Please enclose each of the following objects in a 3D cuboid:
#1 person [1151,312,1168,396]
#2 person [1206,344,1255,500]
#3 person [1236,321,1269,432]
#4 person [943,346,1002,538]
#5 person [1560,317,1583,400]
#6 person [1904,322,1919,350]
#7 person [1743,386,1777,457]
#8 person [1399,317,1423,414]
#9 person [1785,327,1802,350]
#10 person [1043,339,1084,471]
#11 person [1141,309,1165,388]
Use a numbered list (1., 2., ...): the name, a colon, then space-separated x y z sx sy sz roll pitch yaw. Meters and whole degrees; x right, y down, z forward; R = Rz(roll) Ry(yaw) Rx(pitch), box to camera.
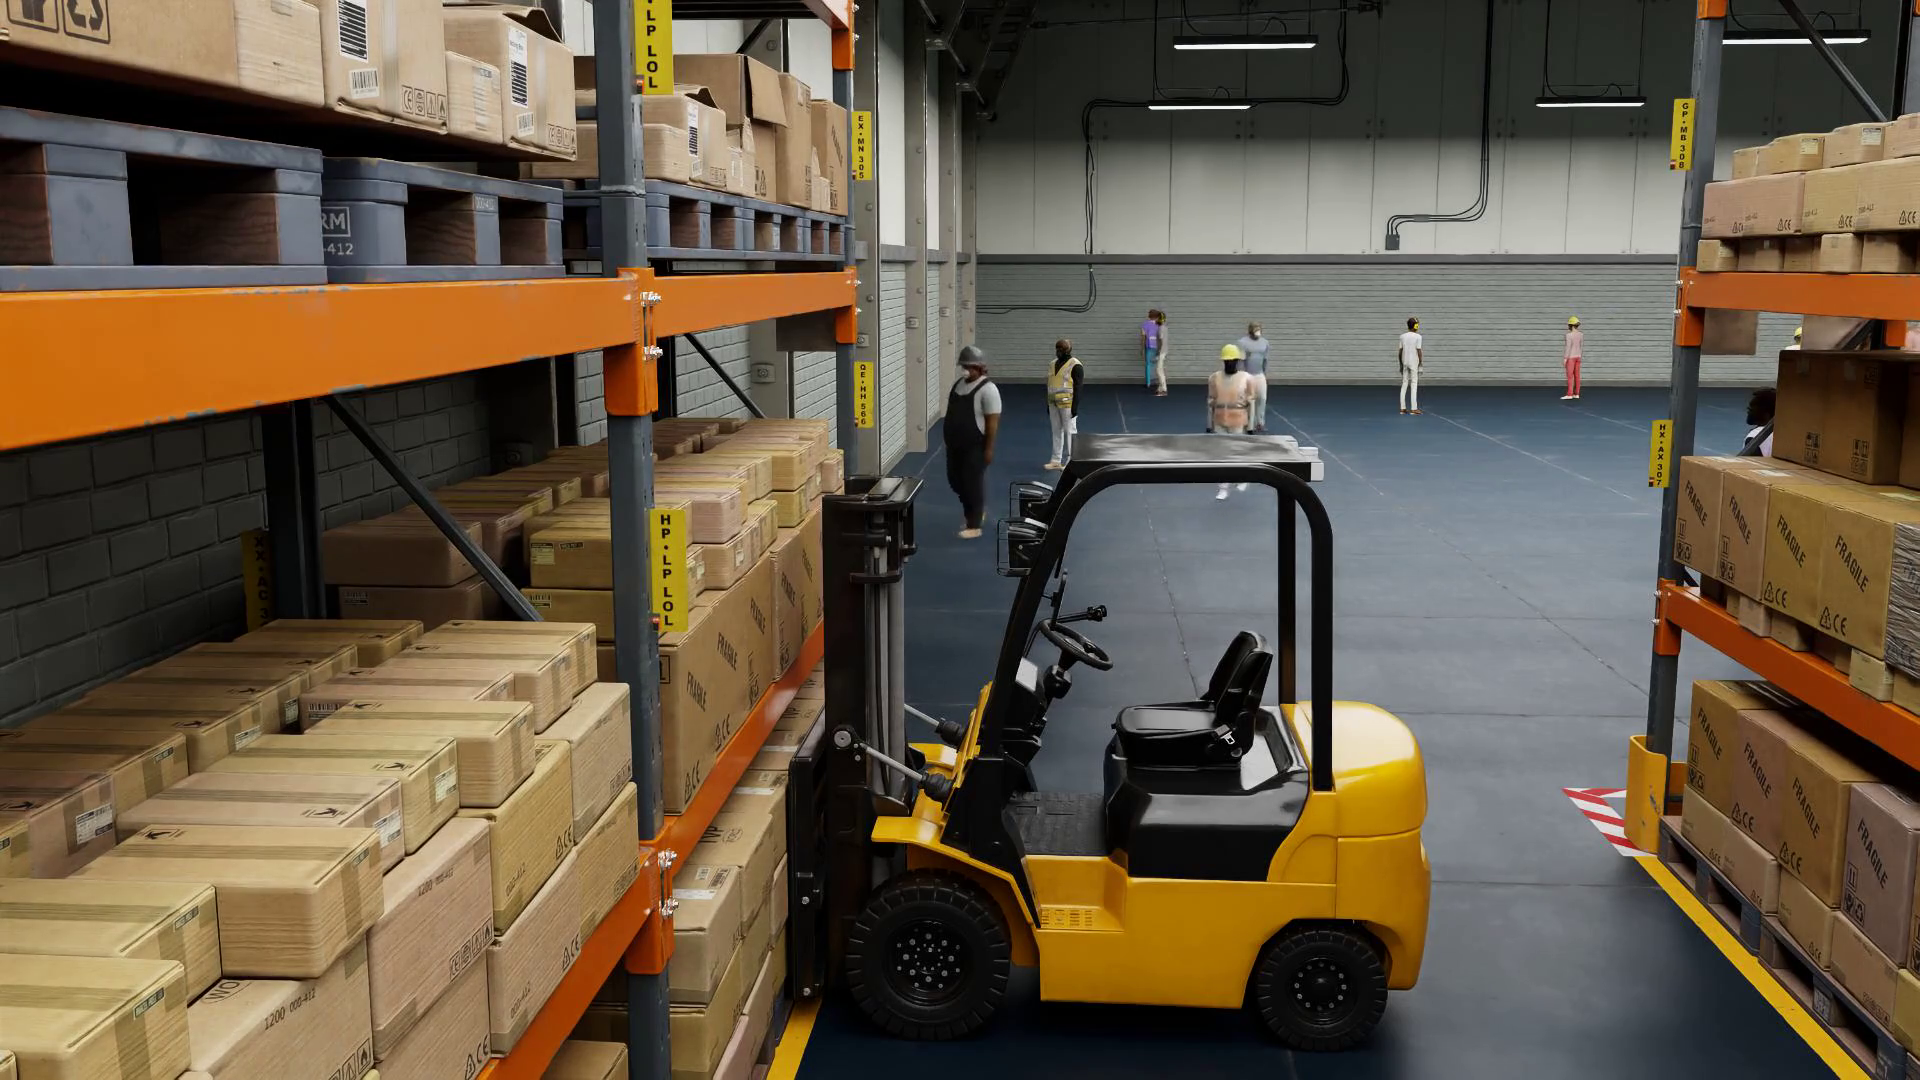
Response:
1. person: 4.426 -4.090 36.644 0.385 1.841 0.609 1 9 9
2. person: 3.342 -1.461 20.498 0.592 1.910 0.611 5 10 26
3. person: 5.061 -2.795 28.556 0.635 1.910 0.743 -2 10 -13
4. person: 0.095 -1.048 17.591 0.564 2.000 0.697 -8 12 -39
5. person: 13.109 -3.885 35.616 0.523 1.769 0.313 -6 11 -32
6. person: 19.069 -3.510 33.075 0.670 1.848 1.013 -2 10 -12
7. person: 6.336 -0.255 13.153 0.595 1.921 0.384 -9 13 -43
8. person: 8.720 -3.366 32.154 0.328 1.873 0.521 -8 13 -41
9. person: 14.920 -2.898 29.636 0.533 1.768 0.310 1 9 8
10. person: 1.430 -1.882 23.245 0.429 1.845 0.627 -8 12 -40
11. person: 4.533 -4.499 39.102 0.563 1.843 0.389 -1 9 -4
